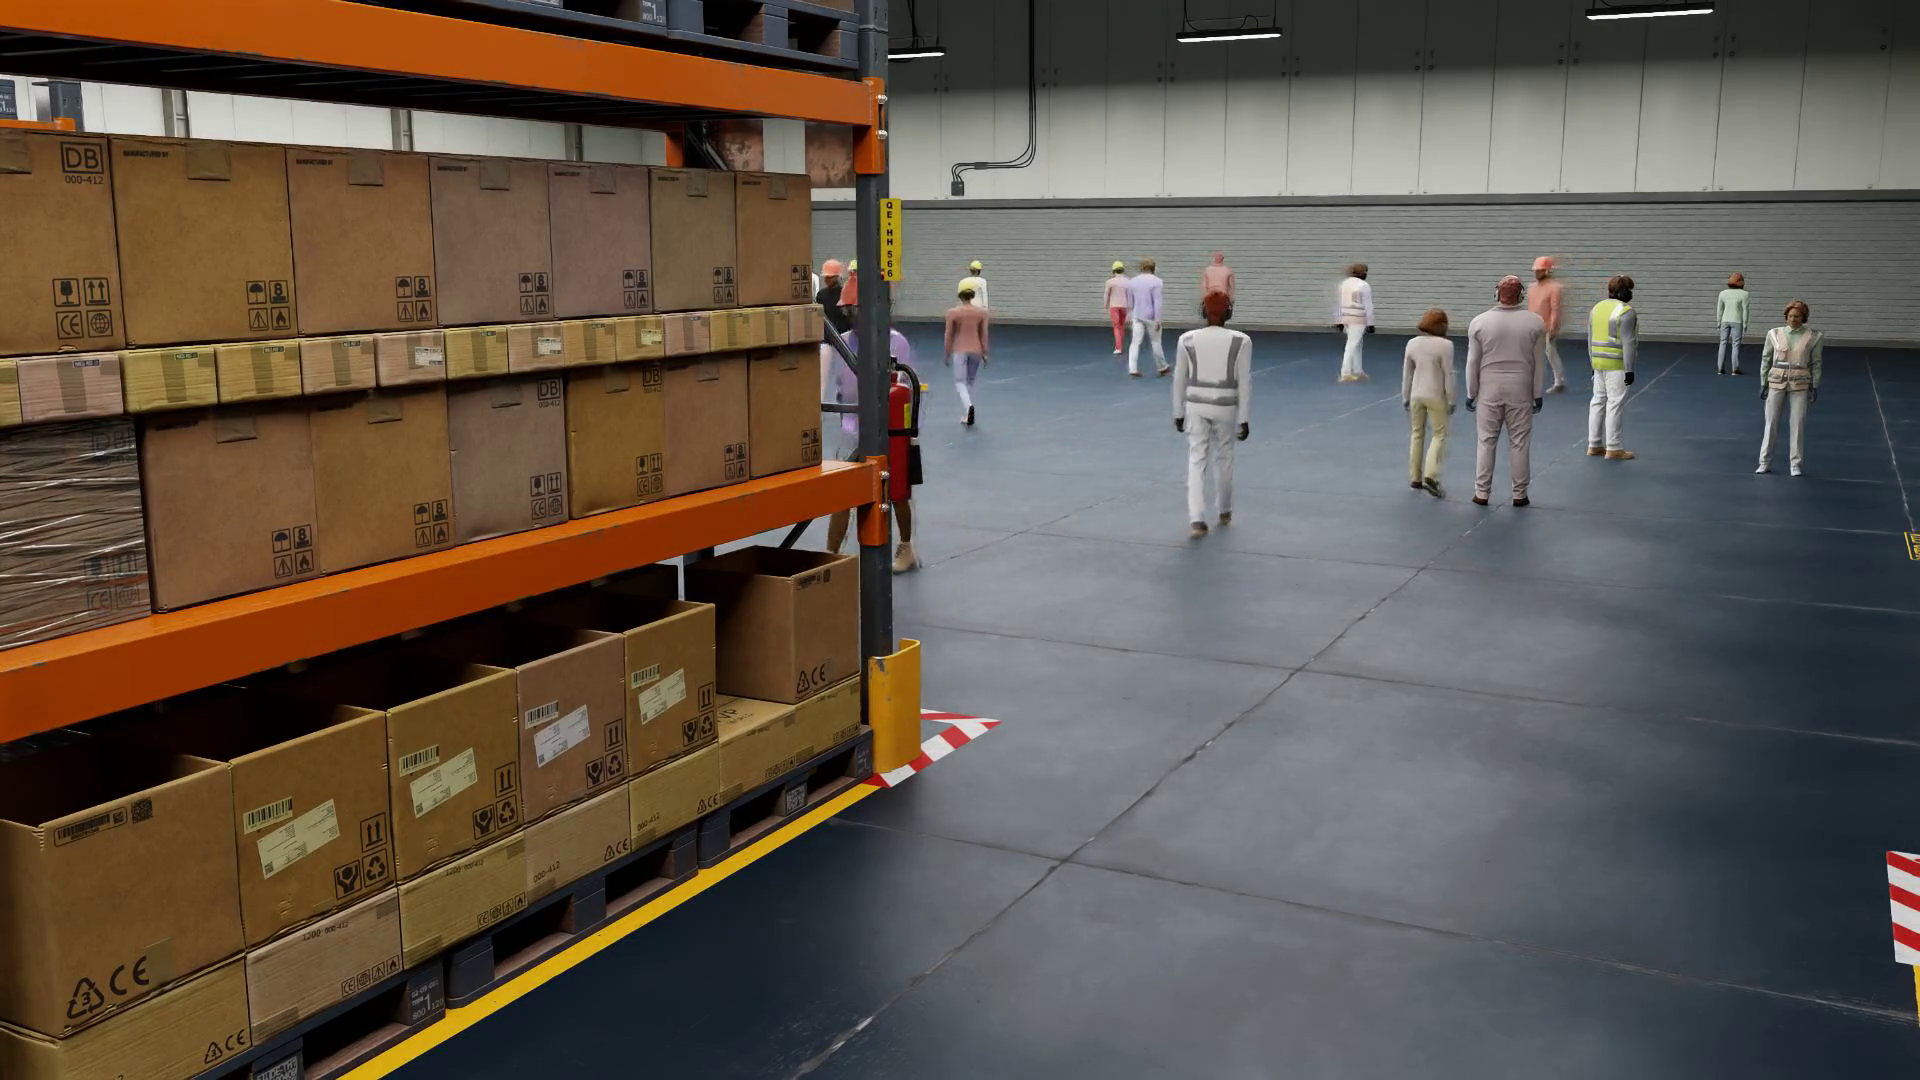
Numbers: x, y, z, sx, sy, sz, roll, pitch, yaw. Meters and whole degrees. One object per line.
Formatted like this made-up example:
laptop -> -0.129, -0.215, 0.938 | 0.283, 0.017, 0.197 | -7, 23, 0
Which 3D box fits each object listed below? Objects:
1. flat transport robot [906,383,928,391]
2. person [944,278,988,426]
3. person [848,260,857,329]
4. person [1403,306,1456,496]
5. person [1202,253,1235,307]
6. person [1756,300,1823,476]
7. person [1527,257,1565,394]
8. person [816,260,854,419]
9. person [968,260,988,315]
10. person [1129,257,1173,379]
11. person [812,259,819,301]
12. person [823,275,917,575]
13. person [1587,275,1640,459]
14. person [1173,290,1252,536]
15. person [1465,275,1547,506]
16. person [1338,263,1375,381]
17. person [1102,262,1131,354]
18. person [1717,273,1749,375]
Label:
flat transport robot -> -1.083, -2.168, 23.396 | 0.652, 0.197, 1.431 | 6, 12, 28
person -> 0.090, -2.198, 19.547 | 0.528, 1.746, 0.713 | -3, 11, -17
person -> -1.935, -4.329, 31.075 | 0.948, 1.786, 0.592 | -4, 11, -22
person -> 4.043, -1.210, 14.464 | 0.500, 1.631, 0.618 | -7, 13, -34
person -> 5.490, -5.137, 35.266 | 0.662, 1.858, 0.989 | 4, 11, 21
person -> 7.766, -1.419, 15.576 | 0.514, 1.640, 0.310 | 6, 12, 31
person -> 8.195, -2.999, 23.373 | 1.016, 1.947, 0.633 | -6, 12, -29
person -> -1.536, -2.372, 19.963 | 0.618, 1.930, 1.029 | 5, 12, 27
person -> 0.300, -4.412, 31.555 | 0.534, 1.766, 0.327 | 6, 12, 32
person -> 2.976, -3.480, 26.129 | 0.658, 1.885, 1.001 | 9, 14, 41
person -> -2.536, -3.833, 28.065 | 0.355, 1.887, 0.573 | 1, 10, 7
person -> -0.607, -0.700, 10.727 | 0.616, 1.988, 1.065 | 6, 12, 29
person -> 6.598, -1.738, 16.765 | 0.429, 1.842, 0.634 | -3, 11, -15
person -> 1.905, -0.968, 12.601 | 0.598, 1.832, 0.979 | 3, 11, 17
person -> 4.526, -1.231, 13.817 | 0.639, 1.910, 0.406 | 3, 11, 16
person -> 6.185, -3.349, 25.612 | 0.763, 1.812, 0.648 | -4, 11, -22
person -> 2.966, -4.418, 31.696 | 0.533, 1.731, 0.839 | -3, 11, -17
person -> 12.464, -3.480, 26.832 | 0.289, 1.633, 0.500 | -8, 13, -38
